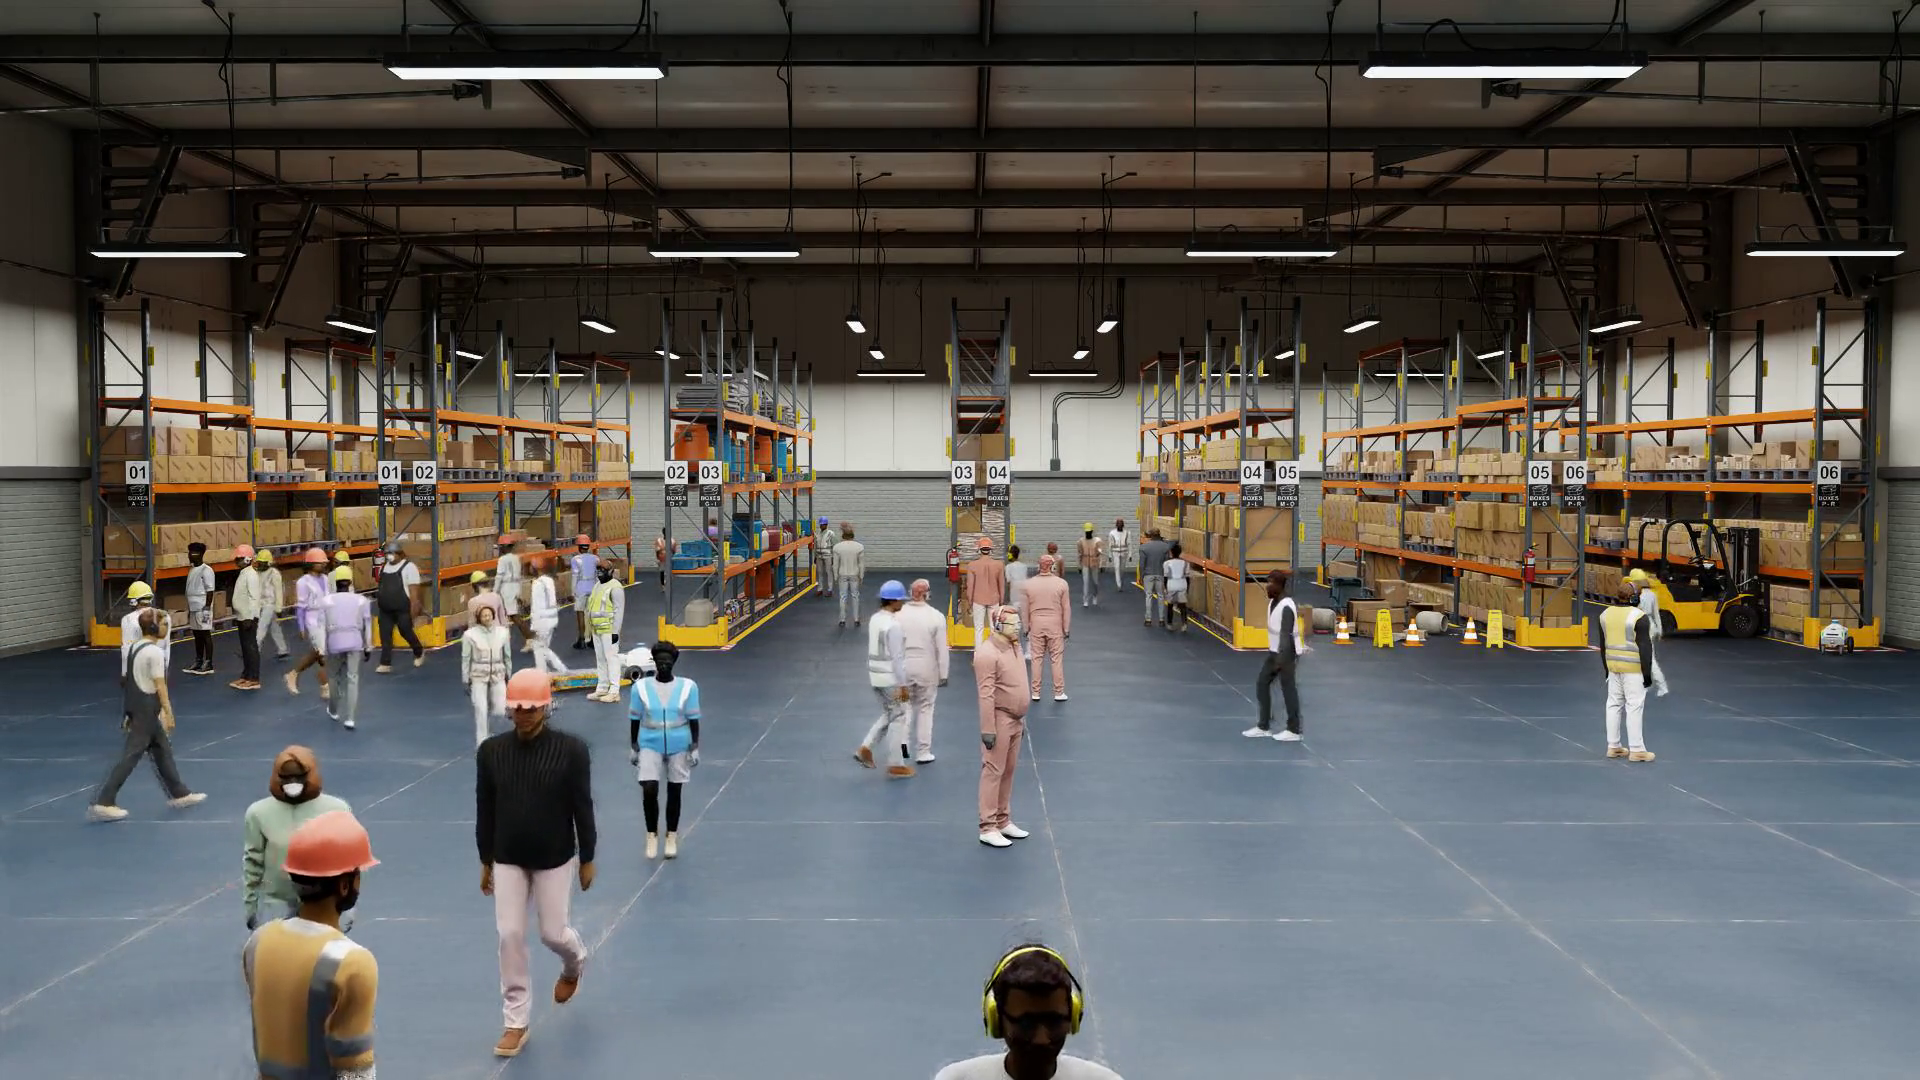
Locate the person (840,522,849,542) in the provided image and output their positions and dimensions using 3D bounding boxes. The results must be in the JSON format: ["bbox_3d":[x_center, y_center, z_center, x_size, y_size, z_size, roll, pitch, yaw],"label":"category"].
[{"bbox_3d":[-3.295,0.278,46.563,0.405,1.616,0.520,1,2,17],"label":"person"}]

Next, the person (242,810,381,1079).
[{"bbox_3d":[-2.009,1.792,4.915,0.555,1.917,0.821,1,3,27],"label":"person"}]

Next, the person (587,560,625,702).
[{"bbox_3d":[-4.638,1.181,21.081,0.429,1.846,0.633,-2,3,-42],"label":"person"}]

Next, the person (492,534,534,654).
[{"bbox_3d":[-7.432,0.890,26.710,1.058,1.998,0.625,0,2,7],"label":"person"}]

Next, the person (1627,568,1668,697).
[{"bbox_3d":[9.198,1.232,21.615,0.487,1.699,0.826,-1,3,-29],"label":"person"}]

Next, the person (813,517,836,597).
[{"bbox_3d":[-3.307,0.408,39.263,0.615,1.945,0.400,1,3,29],"label":"person"}]

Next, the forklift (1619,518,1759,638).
[{"bbox_3d":[13.417,0.684,29.791,2.313,2.155,1.214,0,2,0],"label":"forklift"}]

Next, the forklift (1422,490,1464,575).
[{"bbox_3d":[13.926,-0.371,47.846,1.873,2.768,1.129,0,2,0],"label":"forklift"}]

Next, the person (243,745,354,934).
[{"bbox_3d":[-3.259,1.811,7.967,0.521,1.616,0.345,-1,2,-17],"label":"person"}]

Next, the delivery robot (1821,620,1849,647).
[{"bbox_3d":[14.484,1.567,26.726,0.477,0.478,0.707,2,3,35],"label":"delivery robot"}]

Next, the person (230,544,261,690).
[{"bbox_3d":[-9.884,1.056,22.352,0.375,1.997,0.611,-2,3,-37],"label":"person"}]

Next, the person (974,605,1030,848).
[{"bbox_3d":[0.363,1.474,12.956,0.403,1.906,0.652,1,3,25],"label":"person"}]

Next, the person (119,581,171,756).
[{"bbox_3d":[-8.618,1.349,17.040,0.403,1.827,0.601,1,2,21],"label":"person"}]

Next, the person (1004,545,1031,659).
[{"bbox_3d":[0.859,0.999,25.984,0.530,1.816,0.959,-2,3,-38],"label":"person"}]

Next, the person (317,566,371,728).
[{"bbox_3d":[-7.252,1.245,18.998,0.612,1.874,0.999,-1,3,-29],"label":"person"}]

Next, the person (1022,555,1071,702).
[{"bbox_3d":[1.134,1.150,21.096,0.639,1.911,0.402,1,2,13],"label":"person"}]

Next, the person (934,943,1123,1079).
[{"bbox_3d":[0.188,1.878,3.917,0.541,1.814,0.984,0,2,-6],"label":"person"}]

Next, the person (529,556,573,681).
[{"bbox_3d":[-5.592,1.140,21.861,0.500,1.867,0.623,0,2,7],"label":"person"}]

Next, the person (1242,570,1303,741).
[{"bbox_3d":[3.444,1.280,17.911,0.760,1.892,0.630,0,2,-7],"label":"person"}]

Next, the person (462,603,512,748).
[{"bbox_3d":[-4.902,1.460,16.750,0.534,1.623,0.370,-2,3,-34],"label":"person"}]

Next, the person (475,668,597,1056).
[{"bbox_3d":[-2.195,1.626,8.446,0.612,1.974,0.701,0,2,4],"label":"person"}]

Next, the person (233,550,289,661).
[{"bbox_3d":[-10.955,1.043,25.316,0.603,1.771,0.966,2,3,43],"label":"person"}]

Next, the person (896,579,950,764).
[{"bbox_3d":[-0.412,1.339,16.555,0.666,1.888,0.436,1,2,20],"label":"person"}]

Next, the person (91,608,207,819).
[{"bbox_3d":[-7.068,1.493,14.001,0.536,1.798,0.993,2,3,44],"label":"person"}]

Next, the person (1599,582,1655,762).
[{"bbox_3d":[6.949,1.354,16.780,0.429,1.844,0.622,-1,3,-25],"label":"person"}]

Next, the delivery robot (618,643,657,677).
[{"bbox_3d":[-4.538,1.714,23.024,0.707,0.478,0.477,-2,3,-40],"label":"delivery robot"}]

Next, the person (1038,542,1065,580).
[{"bbox_3d":[1.816,0.850,32.009,0.544,1.633,0.321,0,2,-4],"label":"person"}]

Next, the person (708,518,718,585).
[{"bbox_3d":[-6.670,0.302,43.881,0.573,1.795,0.965,0,2,6],"label":"person"}]

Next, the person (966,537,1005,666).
[{"bbox_3d":[0.394,0.955,24.920,0.612,1.995,0.376,-1,2,-13],"label":"person"}]

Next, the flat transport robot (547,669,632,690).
[{"bbox_3d":[-5.332,1.929,22.296,1.431,0.197,0.652,-2,3,-40],"label":"flat transport robot"}]

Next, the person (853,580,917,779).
[{"bbox_3d":[-0.688,1.350,15.671,0.521,1.930,0.632,-1,2,-24],"label":"person"}]

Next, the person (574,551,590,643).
[{"bbox_3d":[-6.560,0.999,28.361,0.411,1.615,0.532,1,2,24],"label":"person"}]

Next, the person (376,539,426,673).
[{"bbox_3d":[-8.456,0.976,24.353,0.685,2.000,0.868,1,2,16],"label":"person"}]

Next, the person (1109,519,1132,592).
[{"bbox_3d":[4.099,0.375,41.356,0.577,1.855,0.873,0,2,-1],"label":"person"}]

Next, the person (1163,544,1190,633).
[{"bbox_3d":[4.076,0.907,30.286,0.535,1.657,0.873,0,2,-8],"label":"person"}]

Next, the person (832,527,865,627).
[{"bbox_3d":[-2.173,0.720,31.532,0.632,1.940,0.372,0,2,-7],"label":"person"}]

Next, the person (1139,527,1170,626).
[{"bbox_3d":[3.812,0.715,31.646,0.636,1.938,0.358,0,2,-5],"label":"person"}]

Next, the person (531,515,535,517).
[{"bbox_3d":[-11.153,0.319,42.065,0.646,1.903,0.877,0,2,11],"label":"person"}]

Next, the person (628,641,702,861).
[{"bbox_3d":[-2.248,1.608,12.328,0.554,1.675,0.554,0,2,-12],"label":"person"}]

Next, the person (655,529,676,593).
[{"bbox_3d":[-7.359,0.513,40.400,0.527,1.646,0.903,-1,2,-13],"label":"person"}]

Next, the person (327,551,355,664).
[{"bbox_3d":[-9.662,1.055,25.235,0.533,1.767,0.327,1,2,22],"label":"person"}]

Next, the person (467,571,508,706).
[{"bbox_3d":[-6.118,1.258,20.723,0.880,1.704,0.569,1,3,31],"label":"person"}]

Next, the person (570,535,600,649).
[{"bbox_3d":[-6.421,0.878,27.568,0.364,1.935,0.553,2,3,44],"label":"person"}]

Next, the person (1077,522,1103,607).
[{"bbox_3d":[2.947,0.547,36.430,0.594,1.904,0.831,0,2,11],"label":"person"}]

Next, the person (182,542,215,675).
[{"bbox_3d":[-11.310,1.005,24.001,0.602,1.967,0.366,2,3,41],"label":"person"}]

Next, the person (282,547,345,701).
[{"bbox_3d":[-8.530,1.093,21.235,0.870,2.016,0.617,0,2,10],"label":"person"}]
